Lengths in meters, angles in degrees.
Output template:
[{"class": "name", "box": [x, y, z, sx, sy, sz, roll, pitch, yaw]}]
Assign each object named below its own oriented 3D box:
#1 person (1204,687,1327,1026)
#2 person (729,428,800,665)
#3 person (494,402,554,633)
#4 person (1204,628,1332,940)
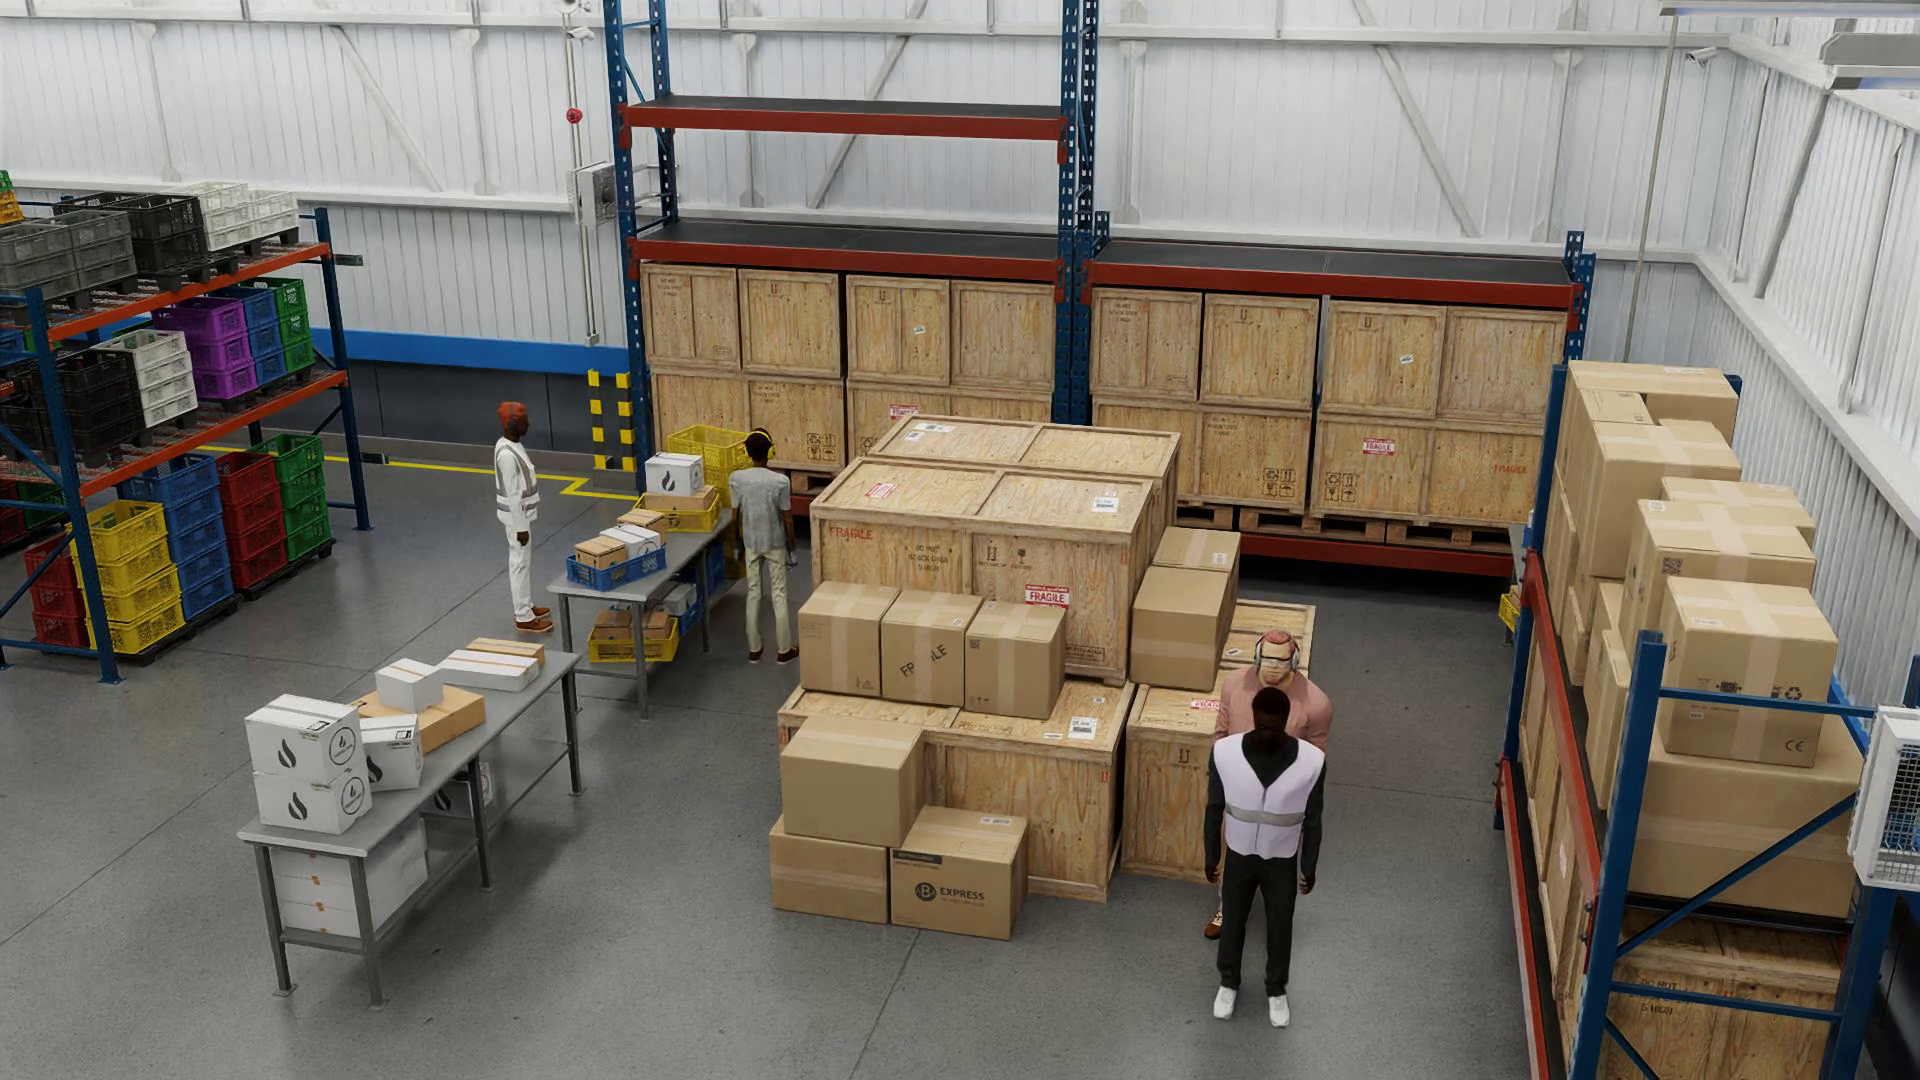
[{"class": "person", "box": [1.547, 1.601, 8.547, 0.591, 1.911, 0.389, 4, 21, 11]}, {"class": "person", "box": [-1.477, 0.049, 12.650, 0.512, 1.877, 0.328, 4, 21, 10]}, {"class": "person", "box": [-3.502, -0.187, 13.256, 0.356, 1.883, 0.573, -5, 22, -14]}, {"class": "person", "box": [1.668, 1.370, 9.144, 0.643, 1.913, 0.410, 11, 23, 26]}]
